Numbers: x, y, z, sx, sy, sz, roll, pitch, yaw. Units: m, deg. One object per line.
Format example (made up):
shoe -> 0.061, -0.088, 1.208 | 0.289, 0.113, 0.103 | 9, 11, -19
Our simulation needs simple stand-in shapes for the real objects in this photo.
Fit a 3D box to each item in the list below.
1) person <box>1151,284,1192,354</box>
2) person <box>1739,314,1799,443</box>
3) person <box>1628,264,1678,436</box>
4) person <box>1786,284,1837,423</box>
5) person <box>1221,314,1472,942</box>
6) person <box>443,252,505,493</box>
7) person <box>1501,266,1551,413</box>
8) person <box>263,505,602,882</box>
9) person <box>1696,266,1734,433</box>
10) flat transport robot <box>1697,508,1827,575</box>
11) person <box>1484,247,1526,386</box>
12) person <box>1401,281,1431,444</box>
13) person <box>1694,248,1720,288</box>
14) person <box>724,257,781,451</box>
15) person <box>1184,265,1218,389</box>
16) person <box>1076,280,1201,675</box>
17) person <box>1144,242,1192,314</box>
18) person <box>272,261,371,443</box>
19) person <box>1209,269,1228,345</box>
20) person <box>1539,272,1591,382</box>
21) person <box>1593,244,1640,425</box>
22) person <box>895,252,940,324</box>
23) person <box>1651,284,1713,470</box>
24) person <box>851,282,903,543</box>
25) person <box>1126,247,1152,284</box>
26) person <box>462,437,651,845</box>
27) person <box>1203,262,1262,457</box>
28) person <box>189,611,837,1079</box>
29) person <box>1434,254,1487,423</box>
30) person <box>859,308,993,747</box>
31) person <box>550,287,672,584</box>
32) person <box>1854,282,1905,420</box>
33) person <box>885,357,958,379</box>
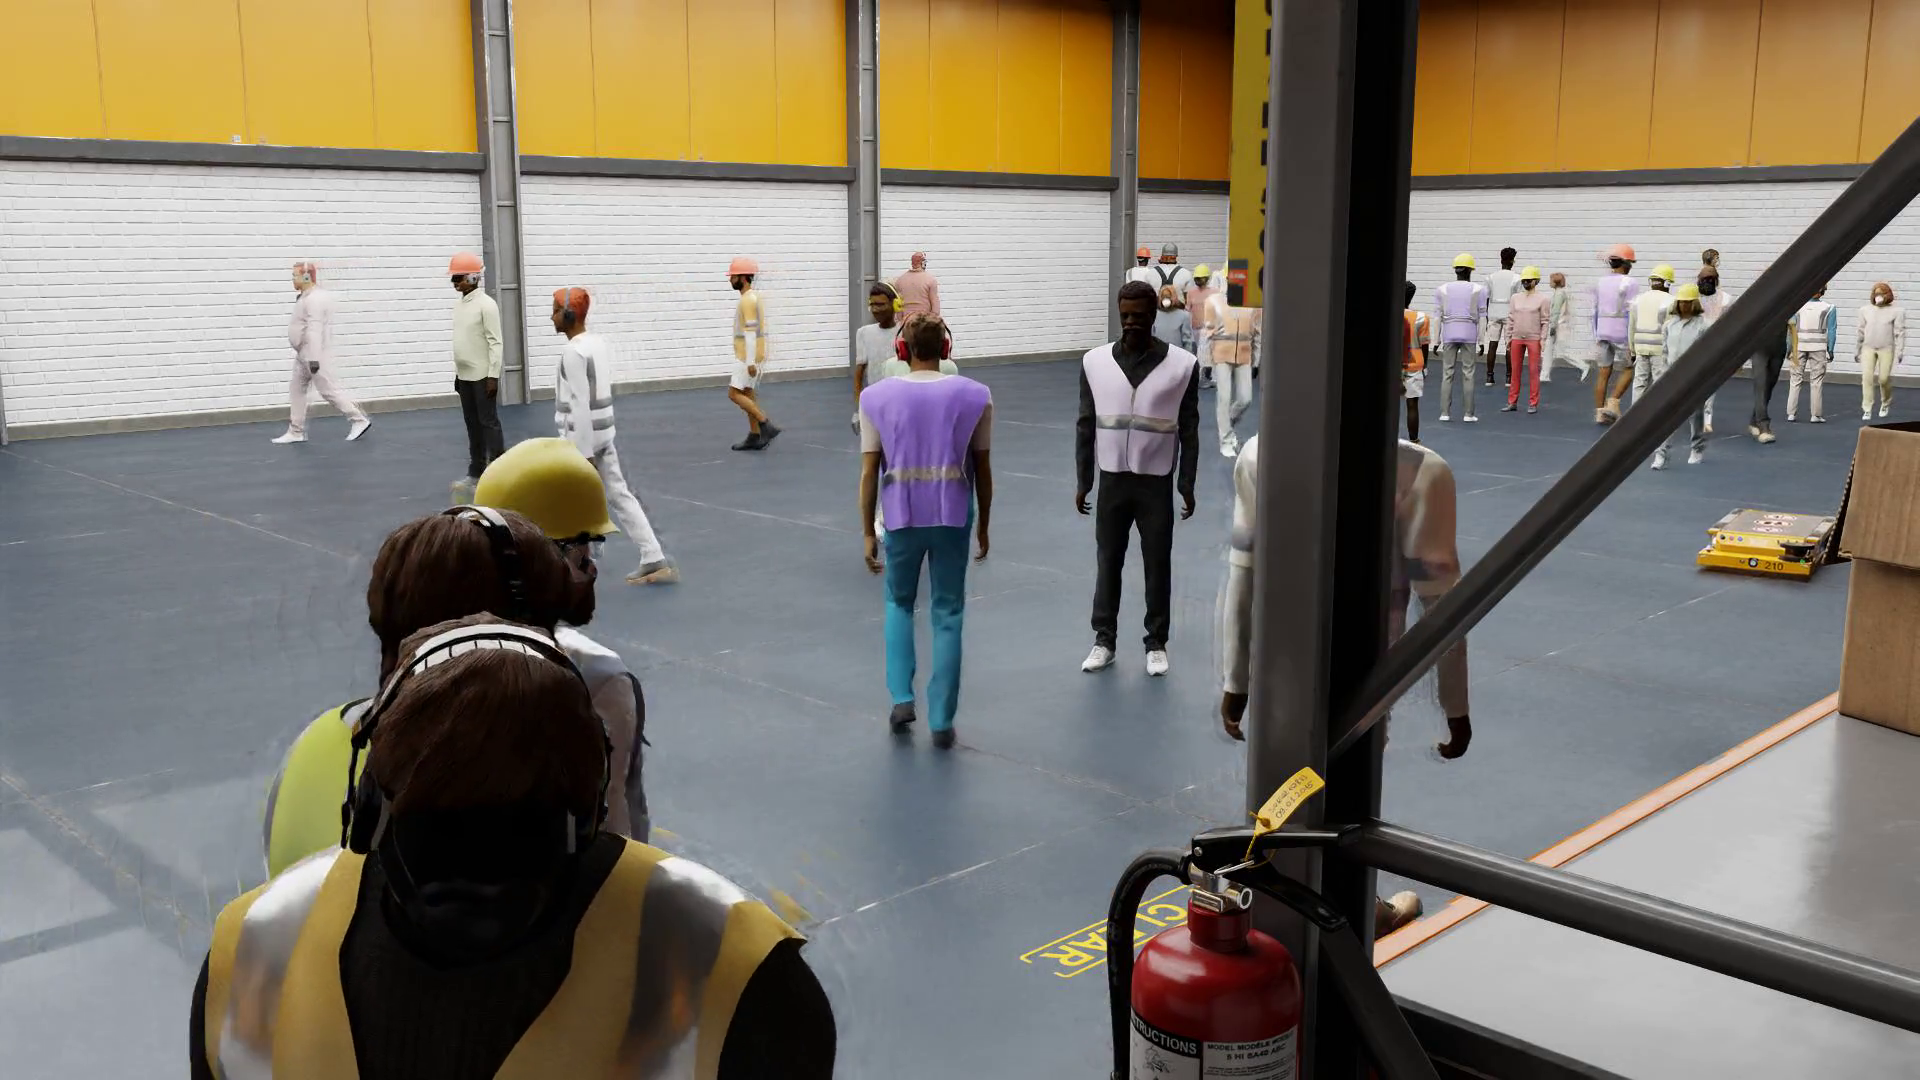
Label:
person -> 2.231, -1.923, 17.770 | 0.513, 1.616, 0.586 | 3, 11, 15
person -> 8.414, -1.925, 17.329 | 0.516, 1.801, 0.957 | 1, 10, 4
person -> 7.402, -2.014, 17.709 | 0.404, 1.827, 0.591 | -7, 12, -32
person -> 9.688, -2.150, 18.963 | 0.523, 1.638, 0.311 | 9, 13, 39
person -> 1.047, 0.339, 4.455 | 0.627, 1.983, 1.066 | 10, 14, 42
person -> -4.024, -1.377, 13.784 | 0.621, 1.990, 0.391 | 10, 14, 44
person -> 6.818, -2.407, 20.022 | 0.522, 1.769, 0.311 | 9, 14, 41
person -> -0.649, 0.863, 2.067 | 0.652, 1.814, 0.637 | -10, 14, -43
person -> 8.100, -2.099, 18.252 | 0.651, 1.810, 0.811 | 3, 11, 14
flat transport robot -> 5.376, -0.007, 11.012 | 0.652, 0.197, 1.431 | 7, 12, 33
person -> 7.709, -3.159, 23.569 | 0.613, 1.964, 0.361 | 7, 12, 32
person -> 4.281, -1.657, 16.117 | 0.529, 1.697, 0.321 | 3, 11, 16
person -> 10.942, -3.303, 24.436 | 0.366, 1.939, 0.635 | 4, 11, 19
person -> -2.084, -1.811, 16.355 | 0.442, 1.923, 0.554 | 0, 10, 0
person -> 3.327, -2.918, 22.941 | 0.892, 1.712, 0.514 | -10, 14, -43
person -> 0.860, -0.299, 8.111 | 0.597, 1.916, 0.370 | 3, 11, 14
person -> 2.937, -3.180, 23.483 | 0.689, 2.000, 0.539 | 2, 11, 10
person -> -6.615, -1.931, 17.145 | 0.927, 1.875, 0.652 | -6, 12, -29
person -> 4.366, -3.784, 27.323 | 0.651, 1.846, 0.621 | 2, 11, 12
person -> 8.744, -3.075, 24.095 | 0.723, 1.606, 0.496 | 2, 11, 11
person -> 7.371, -2.290, 18.677 | 0.467, 2.025, 0.647 | -5, 12, -27
person -> -0.552, -2.987, 22.795 | 0.651, 1.906, 0.409 | 5, 12, 26
person -> 6.684, -1.510, 15.325 | 0.490, 1.698, 0.930 | 8, 13, 38
person -> -0.498, -0.911, 11.767 | 0.491, 1.805, 1.027 | 5, 11, 24
person -> 3.031, -3.898, 27.688 | 0.551, 1.932, 0.377 | 5, 11, 25
person -> -0.754, 0.706, 3.016 | 0.592, 1.780, 0.930 | 6, 12, 31
person -> 2.628, -1.770, 16.133 | 0.586, 1.917, 0.535 | -1, 10, -8
person -> -0.475, 0.961, 1.559 | 0.683, 1.794, 0.849 | 3, 11, 16
person -> 5.707, -2.297, 19.001 | 0.585, 1.921, 0.383 | 5, 11, 24
person -> -0.139, -0.053, 7.027 | 0.563, 1.826, 0.530 | 0, 10, 0
person -> -2.258, -0.611, 10.077 | 1.025, 1.833, 0.575 | 2, 11, 9
person -> 10.713, -2.204, 19.409 | 0.540, 1.592, 0.634 | 9, 14, 40
person -> -0.258, -0.627, 10.675 | 0.498, 1.633, 0.280 | 3, 11, 14
